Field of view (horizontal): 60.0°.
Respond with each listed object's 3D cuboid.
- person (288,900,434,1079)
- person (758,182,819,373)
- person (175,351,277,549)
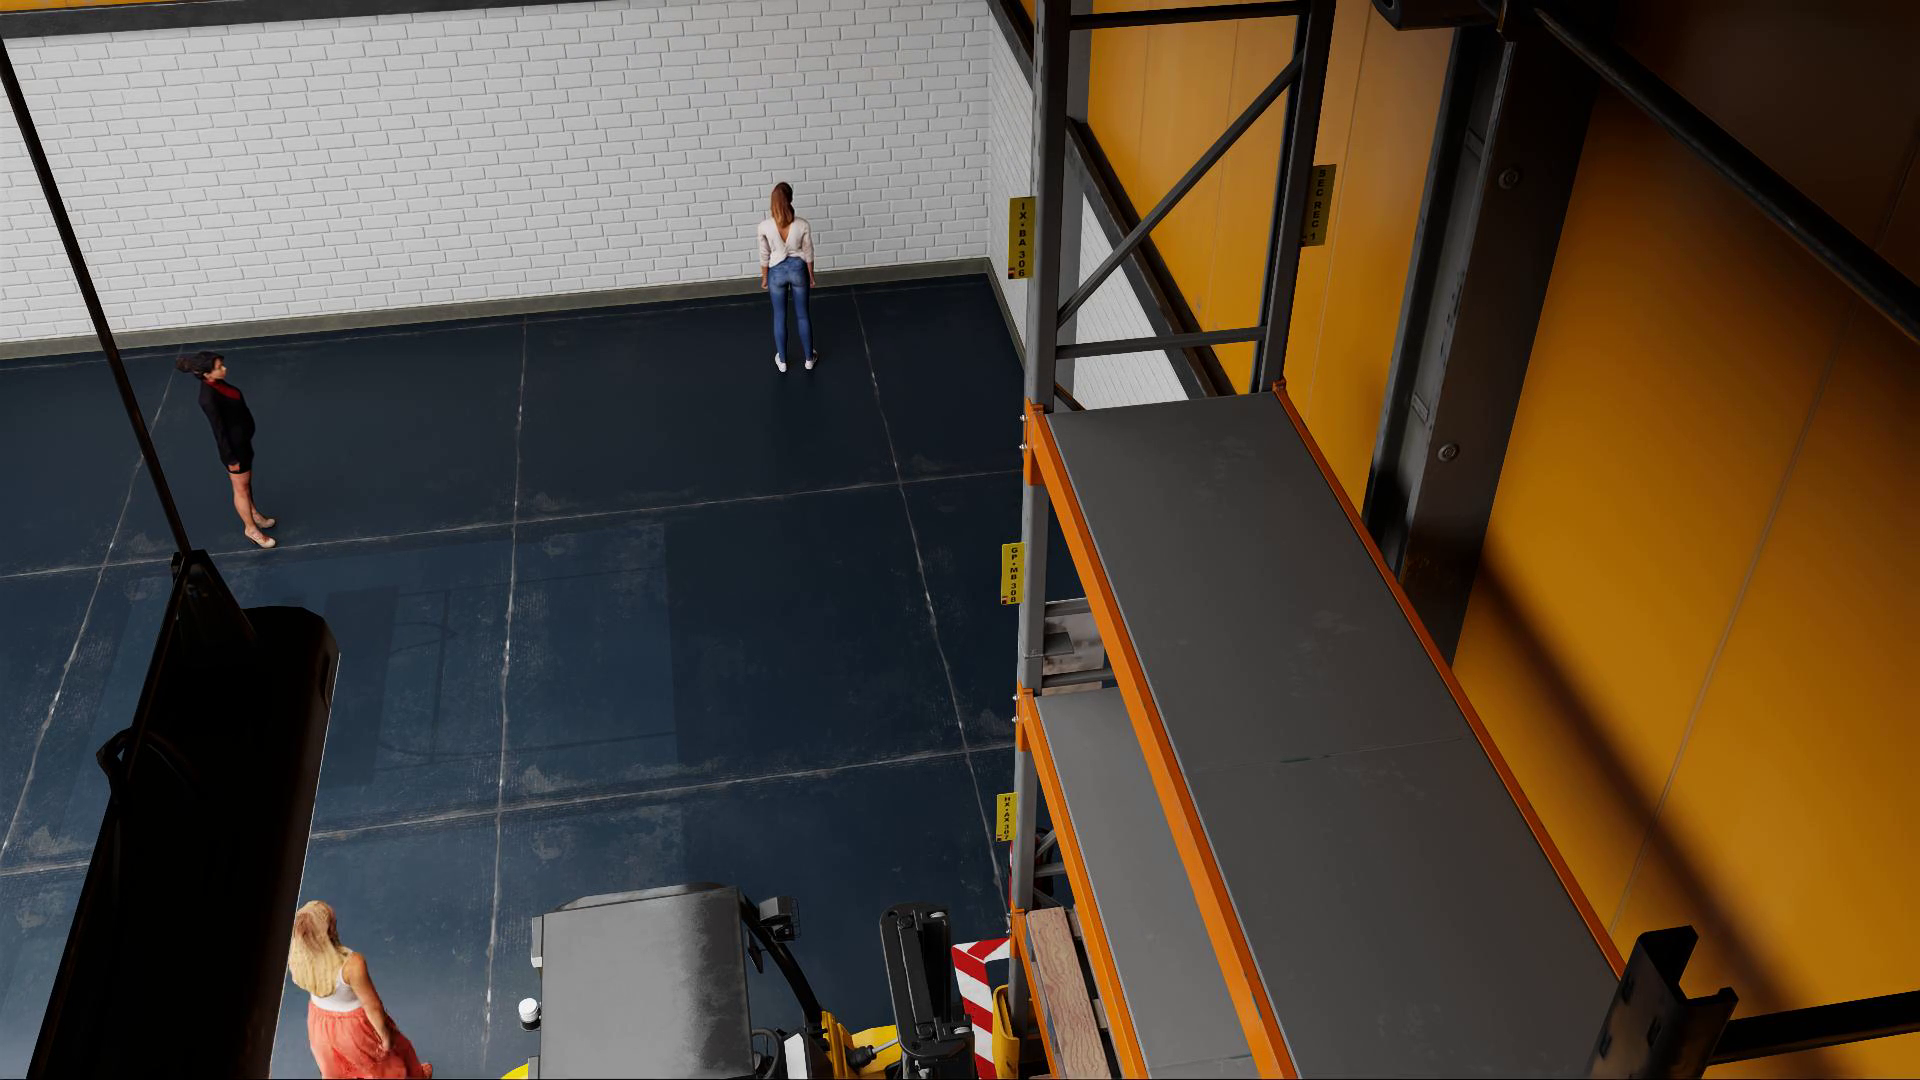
[{"bbox_3d":[-3.059,2.453,8.144,0.943,1.776,1.191,11,40,13],"label":"person"},{"bbox_3d":[-1.451,-2.215,14.034,0.619,1.720,0.521,-4,39,-5],"label":"person"},{"bbox_3d":[-5.305,-0.675,12.170,0.668,1.640,0.580,-11,40,-13],"label":"person"}]
